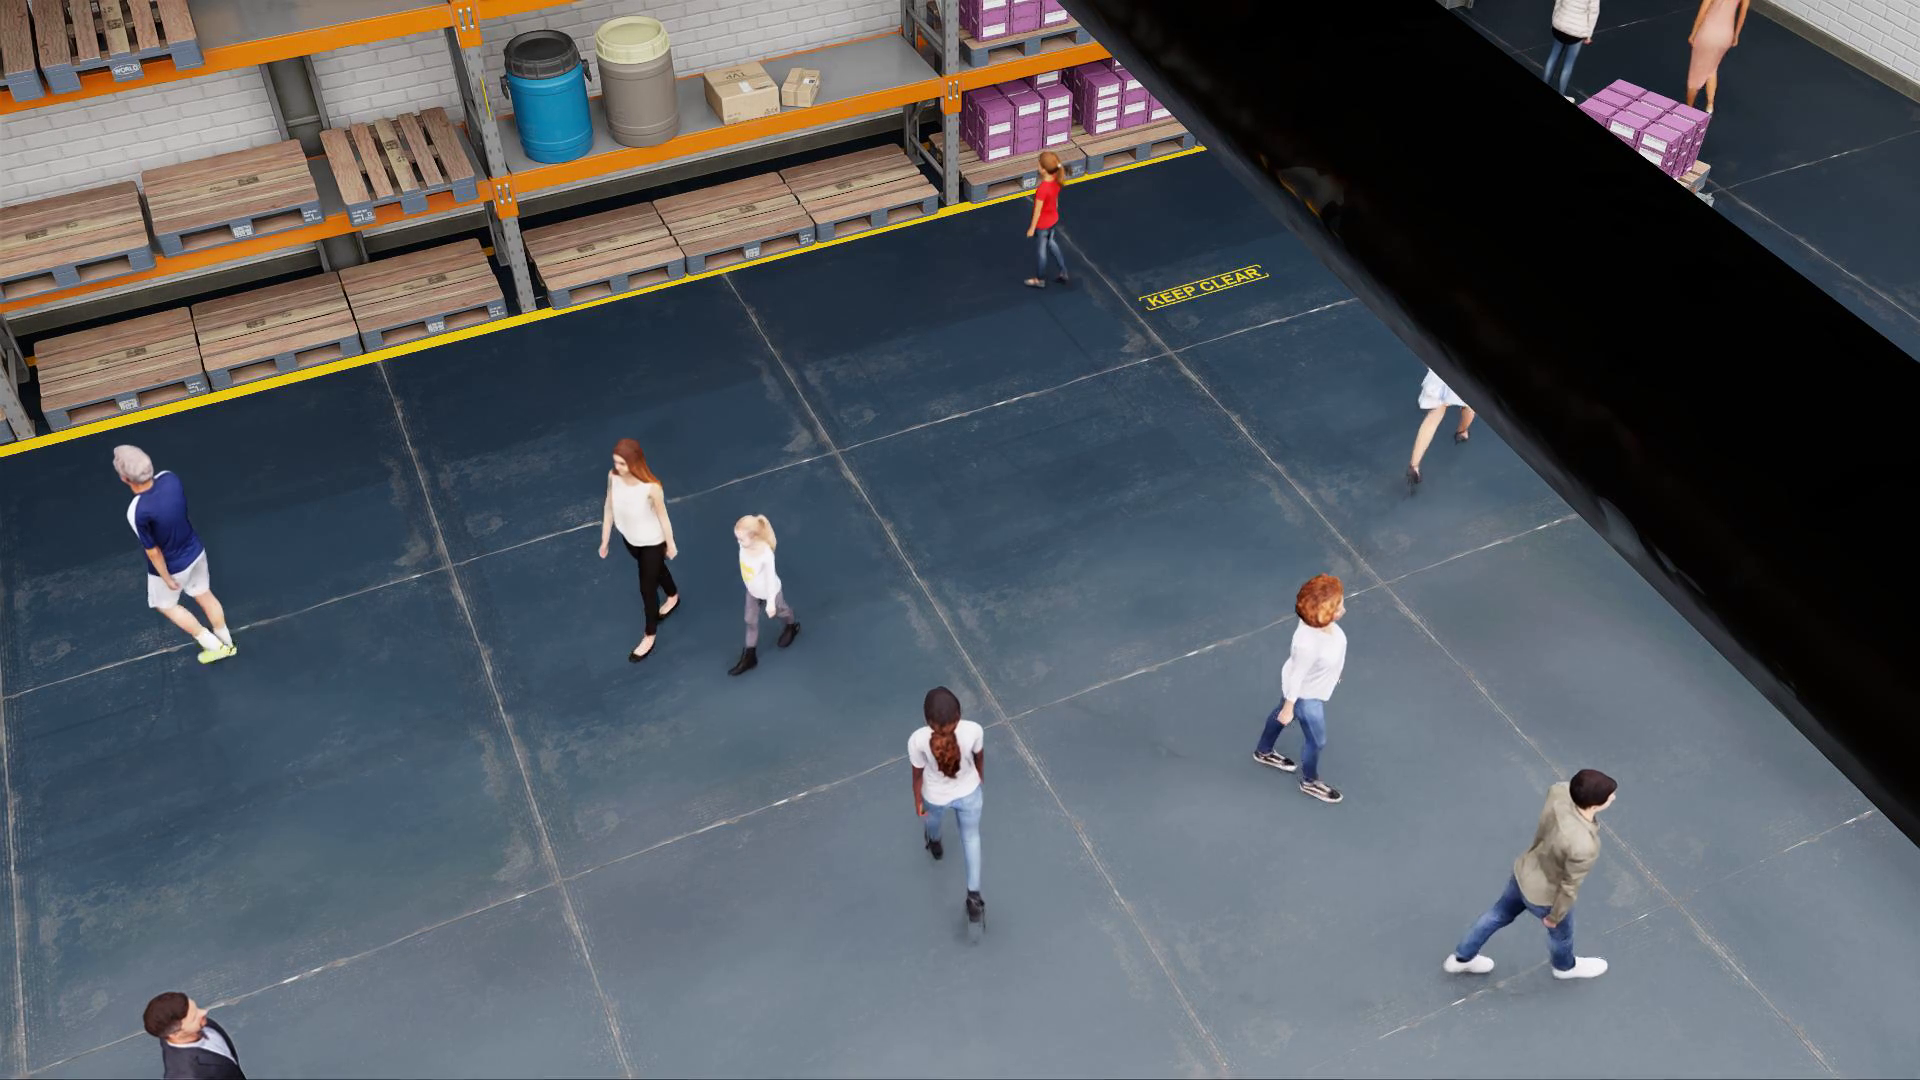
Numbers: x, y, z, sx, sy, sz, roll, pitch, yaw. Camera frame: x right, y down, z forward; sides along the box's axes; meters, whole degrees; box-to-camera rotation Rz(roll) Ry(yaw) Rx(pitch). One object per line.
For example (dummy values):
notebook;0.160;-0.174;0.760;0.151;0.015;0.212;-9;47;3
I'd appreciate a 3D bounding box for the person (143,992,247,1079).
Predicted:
person;-3.527;2.730;7.985;0.590;1.868;0.640;-20;47;-20

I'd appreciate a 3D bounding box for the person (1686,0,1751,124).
person;7.224;-4.748;15.866;0.748;1.825;0.782;-1;44;-1

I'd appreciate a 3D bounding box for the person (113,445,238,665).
person;-5.000;0.124;10.751;0.837;1.825;0.779;12;45;13

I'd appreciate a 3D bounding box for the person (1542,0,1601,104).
person;6.007;-5.056;16.325;0.624;1.637;0.665;-29;51;-27

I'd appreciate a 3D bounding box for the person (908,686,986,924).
person;-0.027;1.478;9.424;1.070;1.696;0.886;-5;44;-5

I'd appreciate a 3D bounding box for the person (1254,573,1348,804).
person;2.001;0.843;10.090;0.987;1.696;0.936;17;46;17

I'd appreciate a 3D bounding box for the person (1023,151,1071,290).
person;0.768;-2.691;14.075;0.704;1.316;0.658;23;48;22

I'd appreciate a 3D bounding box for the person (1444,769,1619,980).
person;3.061;1.838;8.955;1.243;1.821;0.959;-4;44;-4

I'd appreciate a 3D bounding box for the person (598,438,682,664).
person;-2.043;-0.068;11.046;0.868;1.696;1.010;27;50;26

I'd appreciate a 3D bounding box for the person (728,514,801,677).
person;-1.250;0.295;10.991;0.749;1.247;0.949;28;50;26
